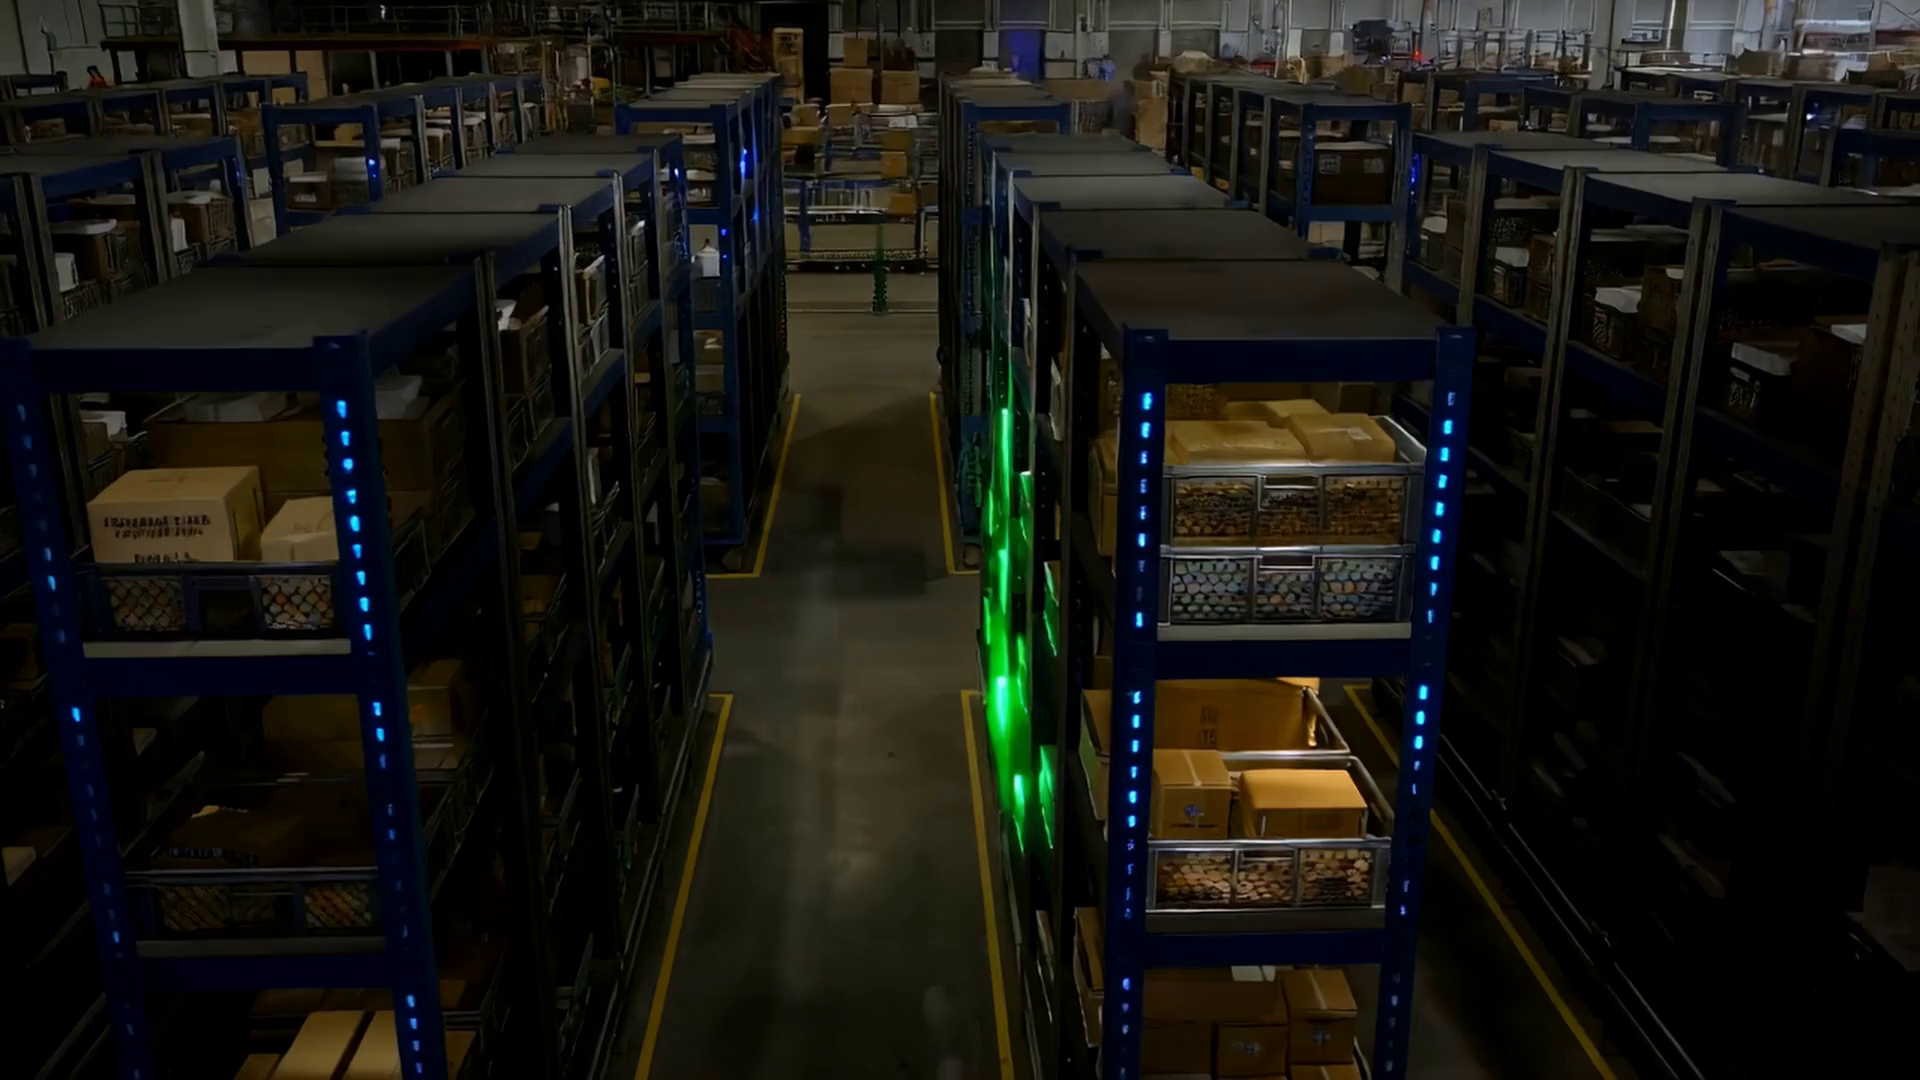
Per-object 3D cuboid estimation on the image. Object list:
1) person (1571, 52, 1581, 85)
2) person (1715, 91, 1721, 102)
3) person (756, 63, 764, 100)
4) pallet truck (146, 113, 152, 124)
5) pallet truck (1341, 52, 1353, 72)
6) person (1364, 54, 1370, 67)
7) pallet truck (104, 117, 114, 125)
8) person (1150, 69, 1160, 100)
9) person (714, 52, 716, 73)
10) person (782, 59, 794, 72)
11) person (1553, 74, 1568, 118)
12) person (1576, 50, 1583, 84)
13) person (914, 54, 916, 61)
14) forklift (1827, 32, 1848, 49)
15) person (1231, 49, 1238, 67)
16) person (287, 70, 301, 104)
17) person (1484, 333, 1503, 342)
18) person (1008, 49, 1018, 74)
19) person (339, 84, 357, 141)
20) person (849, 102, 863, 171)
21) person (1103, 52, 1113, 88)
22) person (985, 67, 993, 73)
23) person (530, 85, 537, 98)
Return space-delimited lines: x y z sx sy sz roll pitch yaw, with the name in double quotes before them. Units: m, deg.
"person" 33.313 -25.479 89.952 0.502 1.725 0.466 17 25 42
"person" 25.613 -14.536 55.843 0.554 1.875 1.012 8 20 25
"person" -8.056 -18.029 66.476 0.633 2.004 1.030 16 24 40
"pallet truck" -18.087 -8.309 36.390 1.885 1.965 0.823 -1 18 -4
"pallet truck" 18.794 -23.123 82.231 0.823 1.965 1.885 -13 22 -35
"person" 20.517 -23.719 84.349 0.946 1.822 0.555 -9 20 -25
"pallet truck" -18.367 -7.885 35.078 1.885 1.965 0.823 1 18 2
"person" 7.422 -16.697 62.503 0.854 1.914 0.638 7 19 21
"person" -13.483 -25.858 91.177 0.317 1.695 0.540 -1 18 -2
"person" -9.078 -24.896 87.844 0.547 1.922 0.397 -12 22 -33
"person" 23.451 -17.199 64.420 0.797 1.659 0.554 6 19 19
"person" 33.992 -25.832 90.881 0.704 1.820 0.553 -11 21 -31
"person" -2.785 -26.553 92.960 0.977 1.925 0.671 14 23 37
"forklift" 46.023 -25.321 87.619 1.129 2.768 1.873 -1 18 -2
"person" 14.368 -24.536 86.645 0.764 1.972 0.616 10 20 28
"person" -24.828 -16.627 62.284 0.600 1.902 0.758 17 24 42
"person" 6.308 -2.753 19.394 0.952 1.860 0.678 0 18 -1
"person" 2.887 -25.567 89.959 0.596 1.901 0.583 8 19 22
"person" -19.432 -13.602 53.053 0.646 1.815 0.967 -3 18 -10
"person" -2.716 -10.362 42.976 0.406 1.849 0.577 -2 18 -6
"person" 7.792 -24.792 87.663 0.658 1.817 0.633 17 24 42
"person" 1.058 -16.413 61.399 0.535 2.000 0.685 -1 18 -2
"person" -15.953 -16.755 62.648 0.474 1.917 0.581 -5 18 -14
